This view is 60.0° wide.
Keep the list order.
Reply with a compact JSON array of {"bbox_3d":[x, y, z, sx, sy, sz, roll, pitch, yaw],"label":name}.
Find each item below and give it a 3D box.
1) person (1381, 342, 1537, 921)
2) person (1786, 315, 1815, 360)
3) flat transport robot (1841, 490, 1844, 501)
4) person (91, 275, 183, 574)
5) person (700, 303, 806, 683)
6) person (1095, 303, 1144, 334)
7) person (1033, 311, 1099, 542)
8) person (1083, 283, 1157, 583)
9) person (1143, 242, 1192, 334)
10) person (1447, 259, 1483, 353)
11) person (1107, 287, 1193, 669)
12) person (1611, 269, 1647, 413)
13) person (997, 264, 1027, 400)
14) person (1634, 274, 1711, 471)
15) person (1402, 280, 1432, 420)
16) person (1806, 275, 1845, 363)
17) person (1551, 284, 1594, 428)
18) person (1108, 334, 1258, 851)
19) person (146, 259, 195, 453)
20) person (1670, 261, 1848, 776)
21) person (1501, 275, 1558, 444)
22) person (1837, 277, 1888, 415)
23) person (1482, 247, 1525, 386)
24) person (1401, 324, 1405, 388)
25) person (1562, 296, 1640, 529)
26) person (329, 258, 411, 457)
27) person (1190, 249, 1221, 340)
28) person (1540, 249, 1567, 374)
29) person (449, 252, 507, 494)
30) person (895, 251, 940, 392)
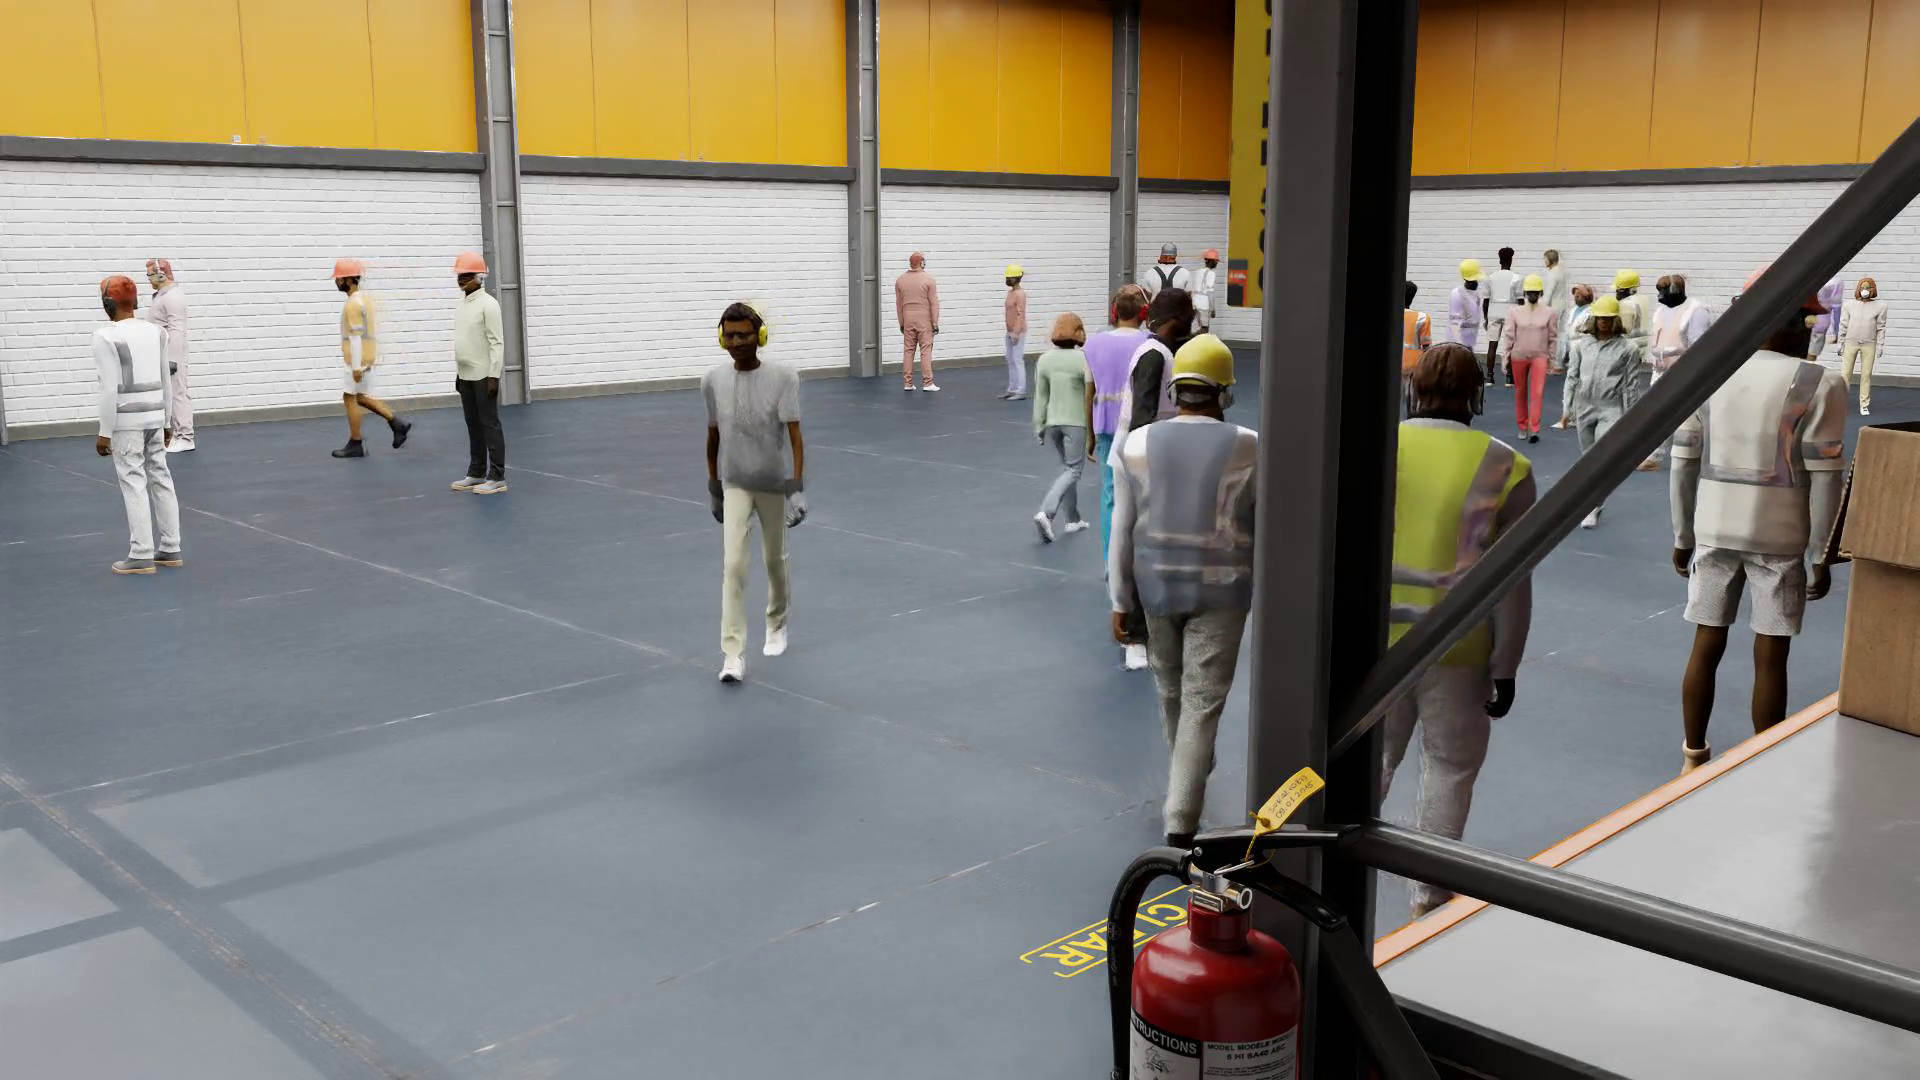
[{"bbox_3d":[1.352,0.331,4.942,0.642,1.818,0.637,6,12,31],"label":"person"},{"bbox_3d":[7.263,-1.457,14.673,0.528,1.831,0.446,-4,11,-20],"label":"person"},{"bbox_3d":[6.192,-0.227,12.210,0.652,0.197,1.431,7,12,33],"label":"flat transport robot"},{"bbox_3d":[-5.218,-0.725,10.525,0.337,1.882,0.585,3,11,17],"label":"person"},{"bbox_3d":[-1.001,-0.251,8.149,0.520,1.817,0.973,0,10,-1],"label":"person"},{"bbox_3d":[1.442,-1.355,14.707,0.505,1.608,0.686,3,11,17],"label":"person"},{"bbox_3d":[0.730,-0.803,11.715,0.500,1.603,0.763,9,14,41],"label":"person"},{"bbox_3d":[1.005,-0.630,10.128,0.581,1.843,0.400,5,12,26],"label":"person"},{"bbox_3d":[2.931,-3.178,23.473,0.684,2.000,0.538,2,11,10],"label":"person"},{"bbox_3d":[5.699,-2.208,18.656,0.380,1.873,0.795,8,13,36],"label":"person"},{"bbox_3d":[0.933,-0.313,8.350,0.380,1.869,0.714,3,11,18],"label":"person"},{"bbox_3d":[7.047,-1.967,17.587,0.406,1.793,0.724,7,13,35],"label":"person"},{"bbox_3d":[0.704,-2.693,21.588,0.320,1.767,0.533,-3,11,-17],"label":"person"},{"bbox_3d":[6.571,-1.520,15.150,0.932,1.789,0.640,-6,12,-28],"label":"person"},{"bbox_3d":[4.287,-1.659,16.129,0.540,1.695,0.317,3,11,15],"label":"person"},{"bbox_3d":[10.716,-2.665,20.777,0.556,2.003,0.657,-6,12,-29],"label":"person"},{"bbox_3d":[6.997,-2.047,18.506,0.755,1.606,0.524,0,10,-3],"label":"person"},{"bbox_3d":[0.865,0.167,5.921,0.603,1.777,0.949,5,11,25],"label":"person"},{"bbox_3d":[-7.820,-1.816,16.432,0.406,1.902,0.639,-6,12,-29],"label":"person"},{"bbox_3d":[2.965,-0.013,6.217,0.395,2.040,0.609,-9,14,-41],"label":"person"},{"bbox_3d":[5.850,-1.852,17.113,0.544,1.713,0.908,3,11,18],"label":"person"},{"bbox_3d":[10.716,-2.299,19.794,0.497,1.633,0.283,6,12,28],"label":"person"},{"bbox_3d":[7.702,-3.157,23.563,0.604,1.966,0.367,7,12,33],"label":"person"},{"bbox_3d":[3.000,-1.069,12.363,0.548,1.905,0.777,2,11,11],"label":"person"},{"bbox_3d":[4.760,-0.966,12.366,0.497,1.694,0.934,7,12,33],"label":"person"},{"bbox_3d":[-5.723,-1.747,15.984,0.643,1.920,0.550,-1,10,-5],"label":"person"},{"bbox_3d":[3.993,-3.904,27.811,0.759,1.908,0.563,-3,11,-16],"label":"person"},{"bbox_3d":[9.069,-3.501,25.564,0.536,1.916,0.627,5,11,23],"label":"person"},{"bbox_3d":[-4.017,-1.382,13.807,0.622,1.993,0.386,10,14,43],"label":"person"},{"bbox_3d":[-0.560,-2.987,22.789,0.642,1.913,0.410,5,12,26],"label":"person"}]
